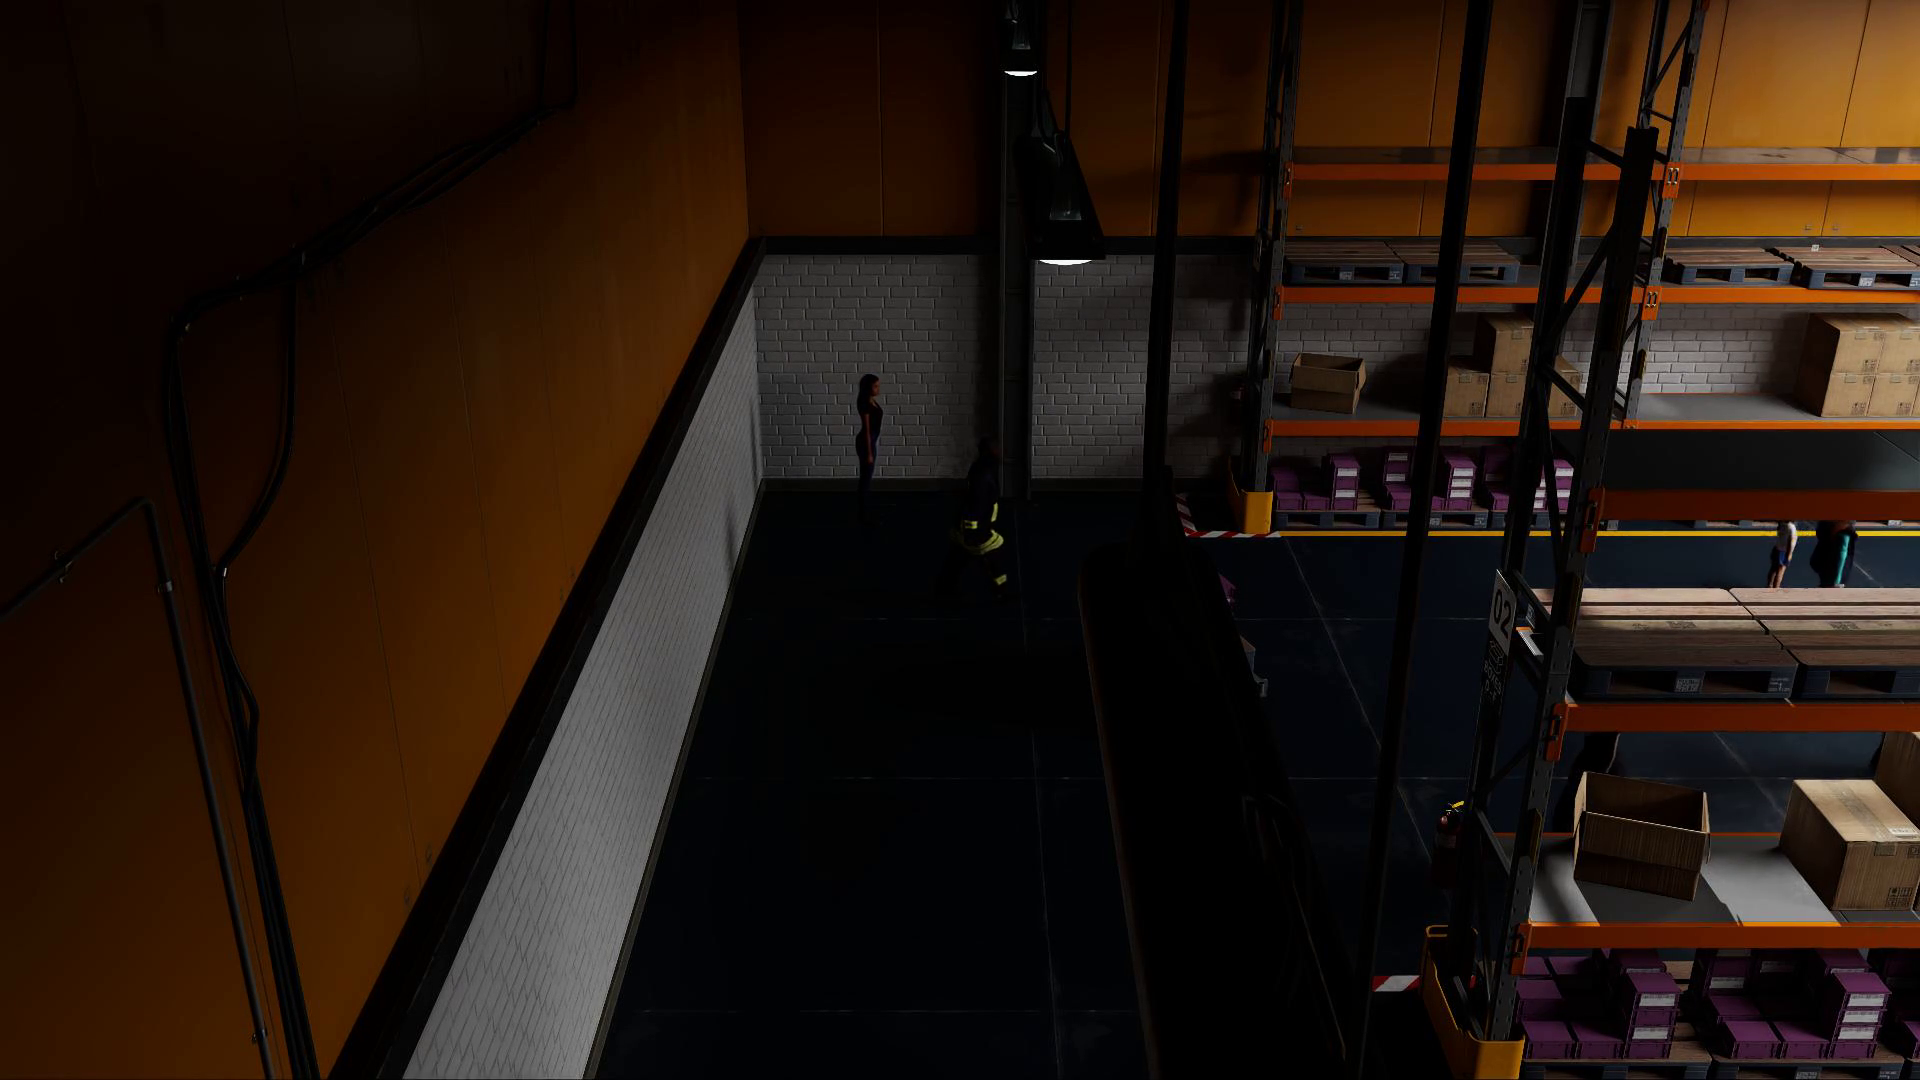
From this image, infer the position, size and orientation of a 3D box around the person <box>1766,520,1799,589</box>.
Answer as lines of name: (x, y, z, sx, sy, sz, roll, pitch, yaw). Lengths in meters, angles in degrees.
person: (8.409, 0.091, 16.995, 0.414, 1.019, 0.417, 1, 24, 2)

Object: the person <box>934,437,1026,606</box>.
person: (0.091, -0.177, 16.662, 1.133, 1.776, 0.720, -1, 24, -1)

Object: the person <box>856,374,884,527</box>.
person: (-1.041, -1.029, 18.660, 0.529, 1.737, 0.561, 1, 24, 2)
